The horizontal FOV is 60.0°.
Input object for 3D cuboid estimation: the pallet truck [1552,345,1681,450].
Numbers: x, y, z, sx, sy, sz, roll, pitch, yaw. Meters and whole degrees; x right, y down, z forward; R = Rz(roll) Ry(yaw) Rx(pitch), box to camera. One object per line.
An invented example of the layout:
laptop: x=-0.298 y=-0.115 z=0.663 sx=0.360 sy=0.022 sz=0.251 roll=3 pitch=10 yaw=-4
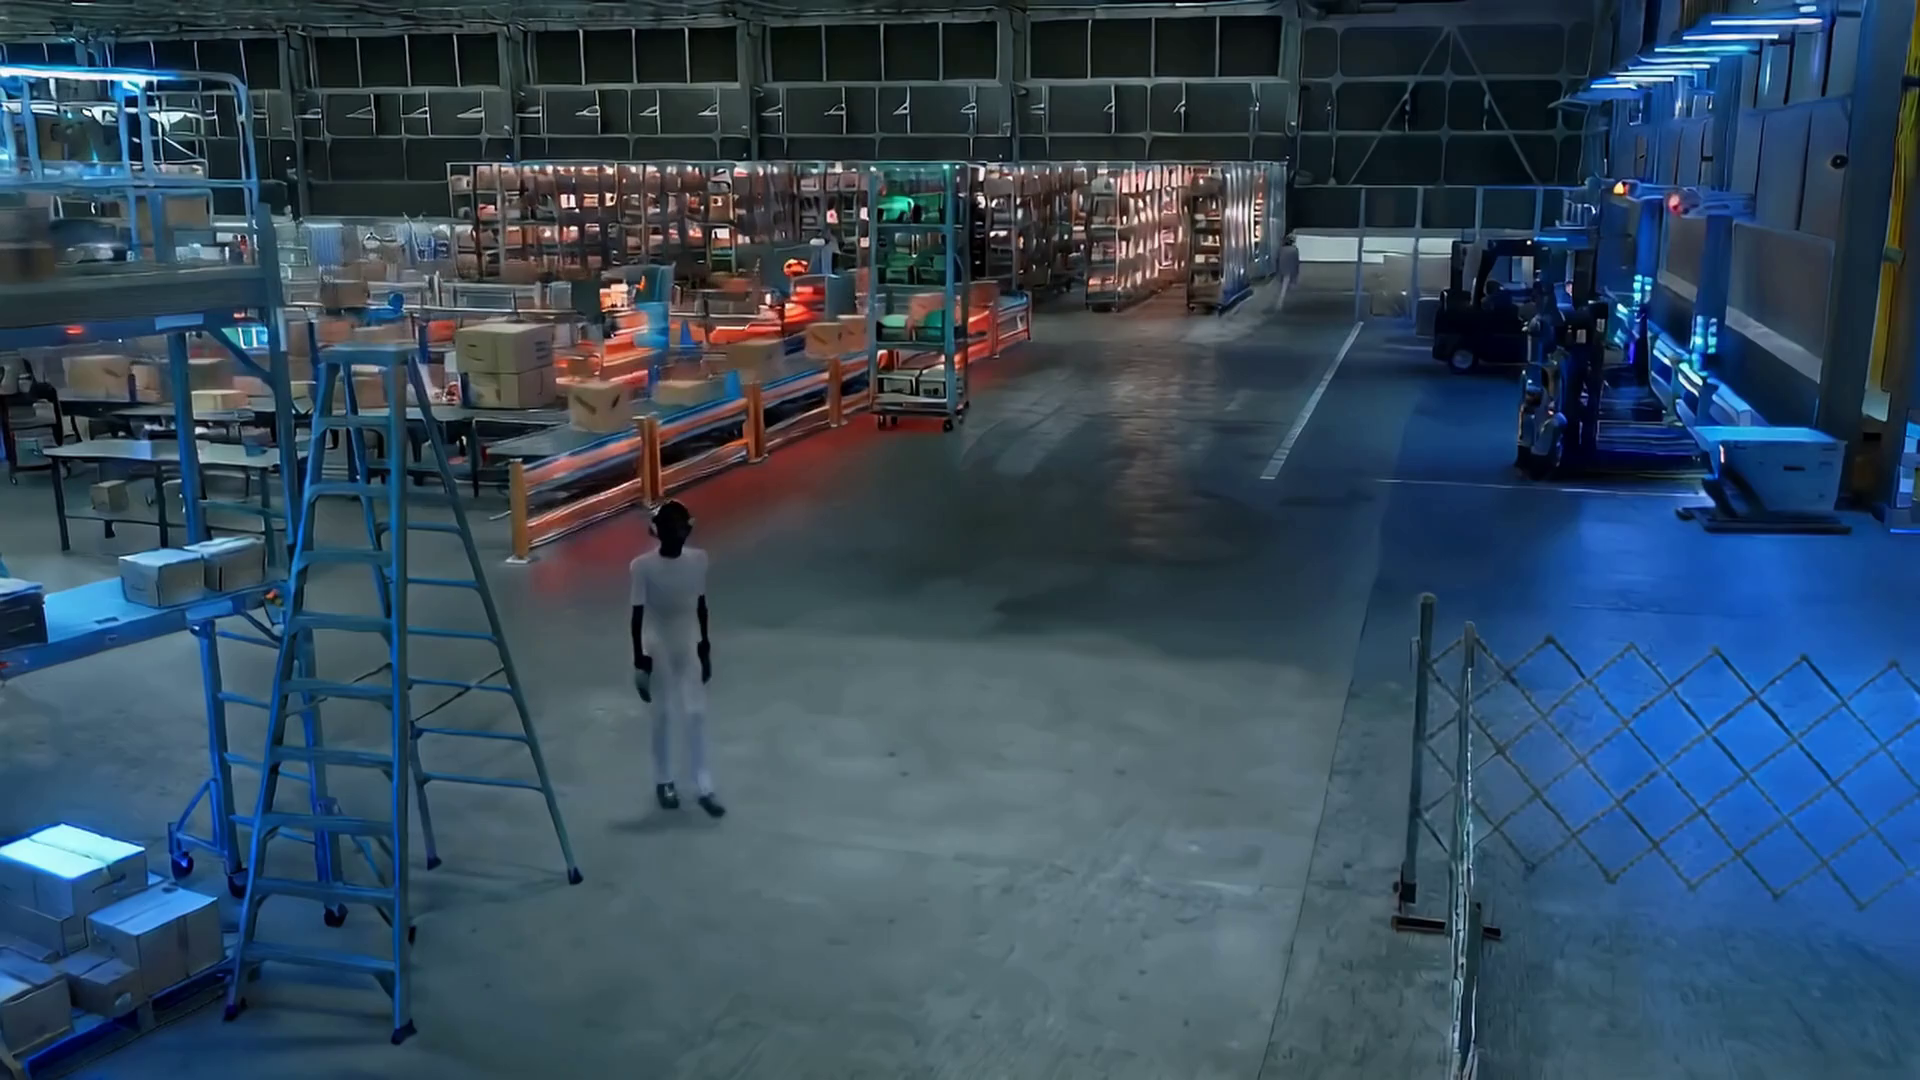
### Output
pallet truck: x=8.641 y=-1.896 z=21.908 sx=1.630 sy=1.274 sz=0.653 roll=4 pitch=14 yaw=16

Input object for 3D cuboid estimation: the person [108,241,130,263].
person: x=-18.675 y=-5.666 z=36.858 sx=0.794 sy=1.908 sz=0.624 roll=2 pitch=13 yaw=7

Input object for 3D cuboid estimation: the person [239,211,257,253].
person: x=-26.459 y=-11.355 z=61.799 sx=0.590 sy=1.737 sz=0.371 roll=-8 pitch=15 yaw=-30

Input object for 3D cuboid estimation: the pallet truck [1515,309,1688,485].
pallet truck: x=7.554 y=-1.677 z=19.446 sx=1.885 sy=1.965 sz=0.823 roll=3 pitch=13 yaw=14

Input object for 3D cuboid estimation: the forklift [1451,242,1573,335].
forklift: x=10.464 y=-4.597 z=31.405 sx=2.680 sy=1.987 sz=1.157 roll=4 pitch=14 yaw=16

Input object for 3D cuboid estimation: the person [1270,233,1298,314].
person: x=7.861 y=-6.464 z=40.271 sx=1.053 sy=1.941 sz=0.630 roll=-12 pitch=17 yaw=-41

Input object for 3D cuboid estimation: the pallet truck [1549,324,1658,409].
pallet truck: x=9.824 y=-2.669 z=25.407 sx=1.601 sy=1.201 sz=0.680 roll=4 pitch=14 yaw=16

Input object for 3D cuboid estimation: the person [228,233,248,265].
person: x=-19.199 y=-7.363 z=44.366 sx=0.586 sy=1.833 sz=0.403 roll=6 pitch=14 yaw=25

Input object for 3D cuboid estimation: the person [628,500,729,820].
person: x=-1.615 y=0.696 z=9.527 sx=0.546 sy=1.857 sz=0.617 roll=-7 pitch=15 yaw=-26

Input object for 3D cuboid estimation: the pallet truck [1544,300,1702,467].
pallet truck: x=8.263 y=-1.952 z=20.631 sx=1.885 sy=1.965 sz=0.823 roll=5 pitch=14 yaw=20

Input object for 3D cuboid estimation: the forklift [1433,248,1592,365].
forklift: x=9.780 y=-4.111 z=29.280 sx=2.680 sy=1.987 sz=1.157 roll=3 pitch=13 yaw=14

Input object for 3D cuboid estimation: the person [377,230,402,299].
person: x=-15.161 y=-7.330 z=44.215 sx=0.606 sy=1.830 sz=0.429 roll=-7 pitch=15 yaw=-28

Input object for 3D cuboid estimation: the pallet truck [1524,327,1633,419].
pallet truck: x=9.065 y=-2.460 z=24.370 sx=1.522 sy=1.261 sz=0.704 roll=3 pitch=13 yaw=14

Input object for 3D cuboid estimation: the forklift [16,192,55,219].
forklift: x=-27.222 y=-9.009 z=49.187 sx=1.873 sy=2.768 sz=1.129 roll=9 pitch=16 yaw=33

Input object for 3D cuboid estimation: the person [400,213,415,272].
person: x=-18.167 y=-9.780 z=54.645 sx=0.407 sy=1.906 sz=0.655 roll=0 pitch=13 yaw=1

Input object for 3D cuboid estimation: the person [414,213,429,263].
person: x=-19.149 y=-10.727 z=59.117 sx=0.485 sy=1.735 sz=0.346 roll=-9 pitch=16 yaw=-33

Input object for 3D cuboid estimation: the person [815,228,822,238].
person: x=-4.264 y=-8.490 z=49.280 sx=0.623 sy=1.816 sz=0.604 roll=10 pitch=16 yaw=37
